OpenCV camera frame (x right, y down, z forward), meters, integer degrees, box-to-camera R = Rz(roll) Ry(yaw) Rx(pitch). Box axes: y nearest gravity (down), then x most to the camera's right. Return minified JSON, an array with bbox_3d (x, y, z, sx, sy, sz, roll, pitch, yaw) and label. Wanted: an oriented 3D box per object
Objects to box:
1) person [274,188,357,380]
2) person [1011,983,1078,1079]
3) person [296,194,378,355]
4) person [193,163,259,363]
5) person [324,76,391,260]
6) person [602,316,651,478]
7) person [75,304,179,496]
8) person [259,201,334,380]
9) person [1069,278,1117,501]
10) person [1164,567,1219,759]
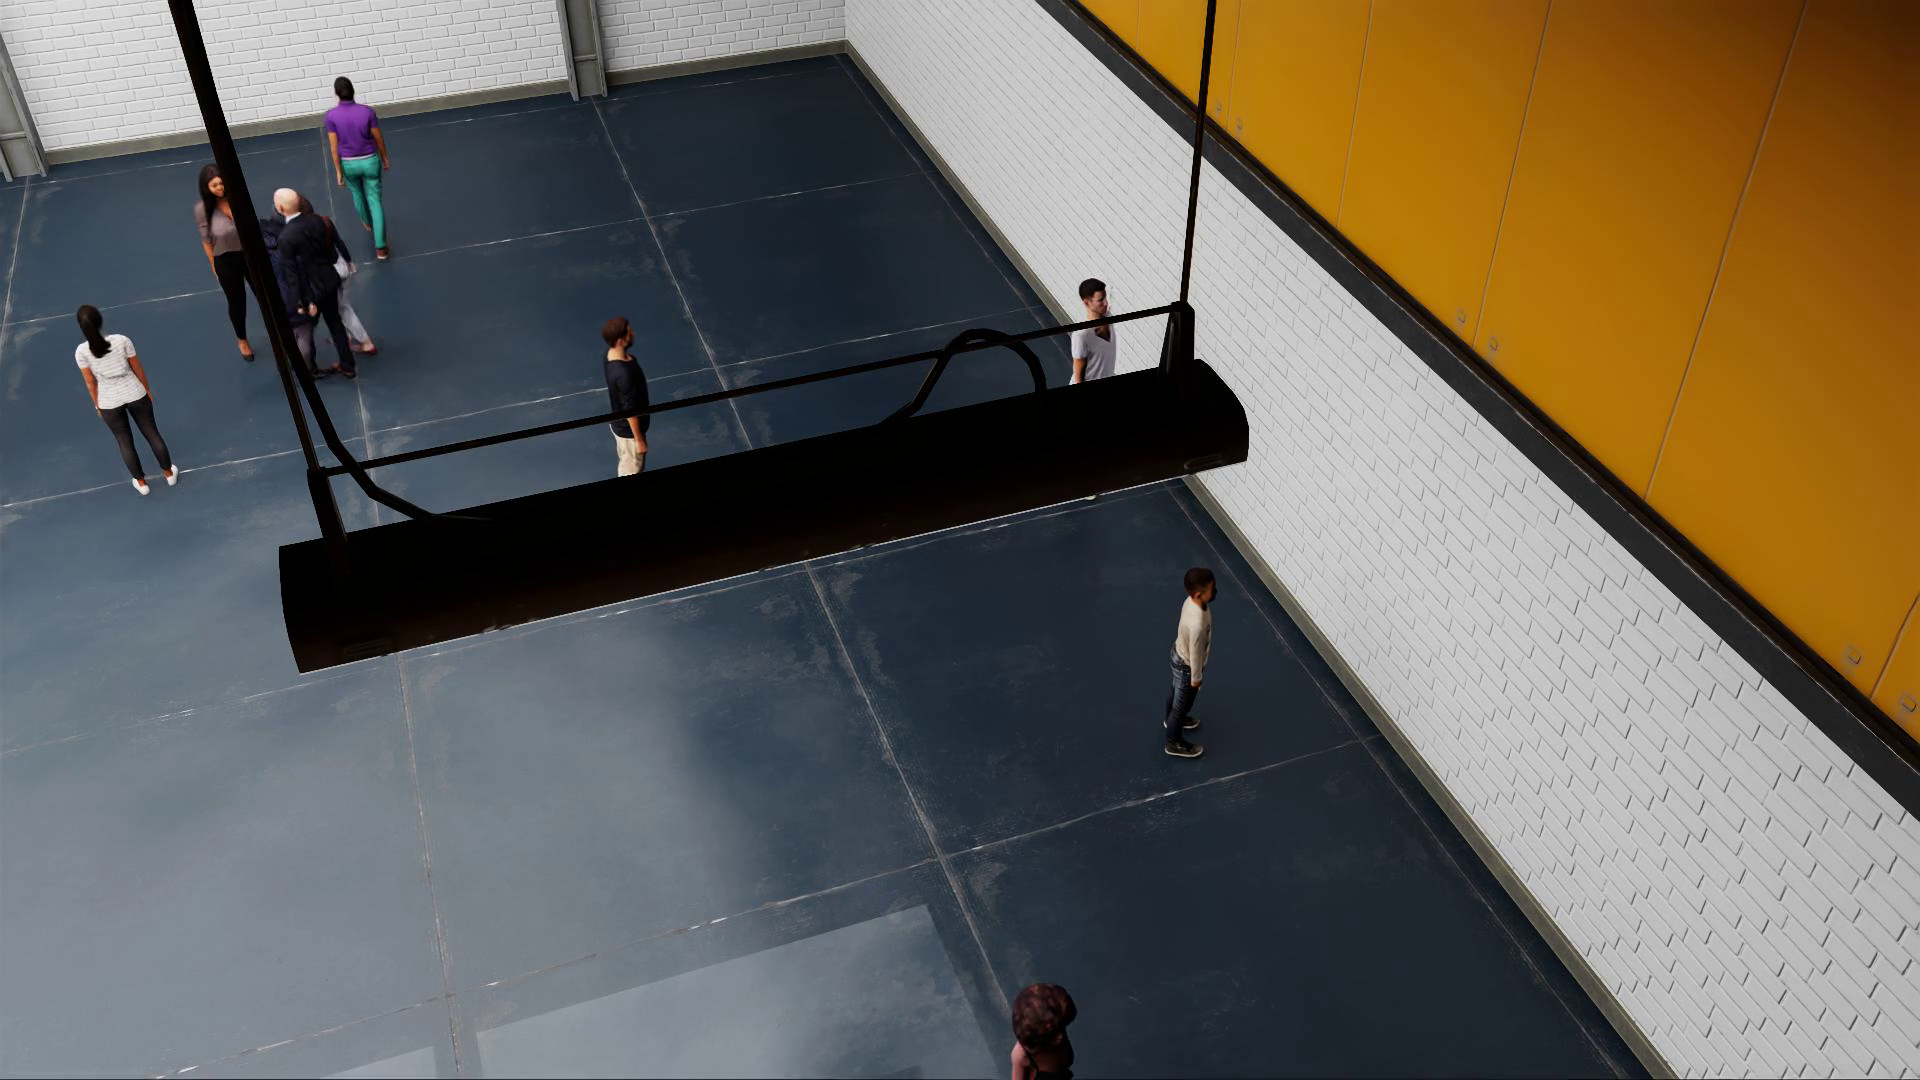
[{"bbox_3d":[-5.415,-2.136,14.101,1.019,1.784,0.966,20,43,24],"label":"person"},{"bbox_3d":[0.319,2.694,8.063,0.858,1.770,0.840,24,44,27],"label":"person"},{"bbox_3d":[-5.419,-2.273,14.448,0.870,1.564,0.803,15,41,18],"label":"person"},{"bbox_3d":[-6.252,-2.414,14.406,0.625,1.838,0.767,-24,45,-27],"label":"person"},{"bbox_3d":[-5.708,-3.519,15.874,1.045,1.732,0.738,-11,40,-14],"label":"person"},{"bbox_3d":[-2.481,-0.843,12.428,0.554,1.851,0.638,-14,41,-17],"label":"person"},{"bbox_3d":[-6.499,-1.093,12.908,0.522,1.642,0.674,-22,44,-25],"label":"person"},{"bbox_3d":[-5.706,-2.056,14.099,0.786,1.660,0.770,-28,46,-30],"label":"person"},{"bbox_3d":[1.004,-1.193,12.862,0.823,1.856,0.738,20,43,23],"label":"person"},{"bbox_3d":[1.472,0.766,10.726,0.613,1.459,0.607,3,39,4],"label":"person"}]
